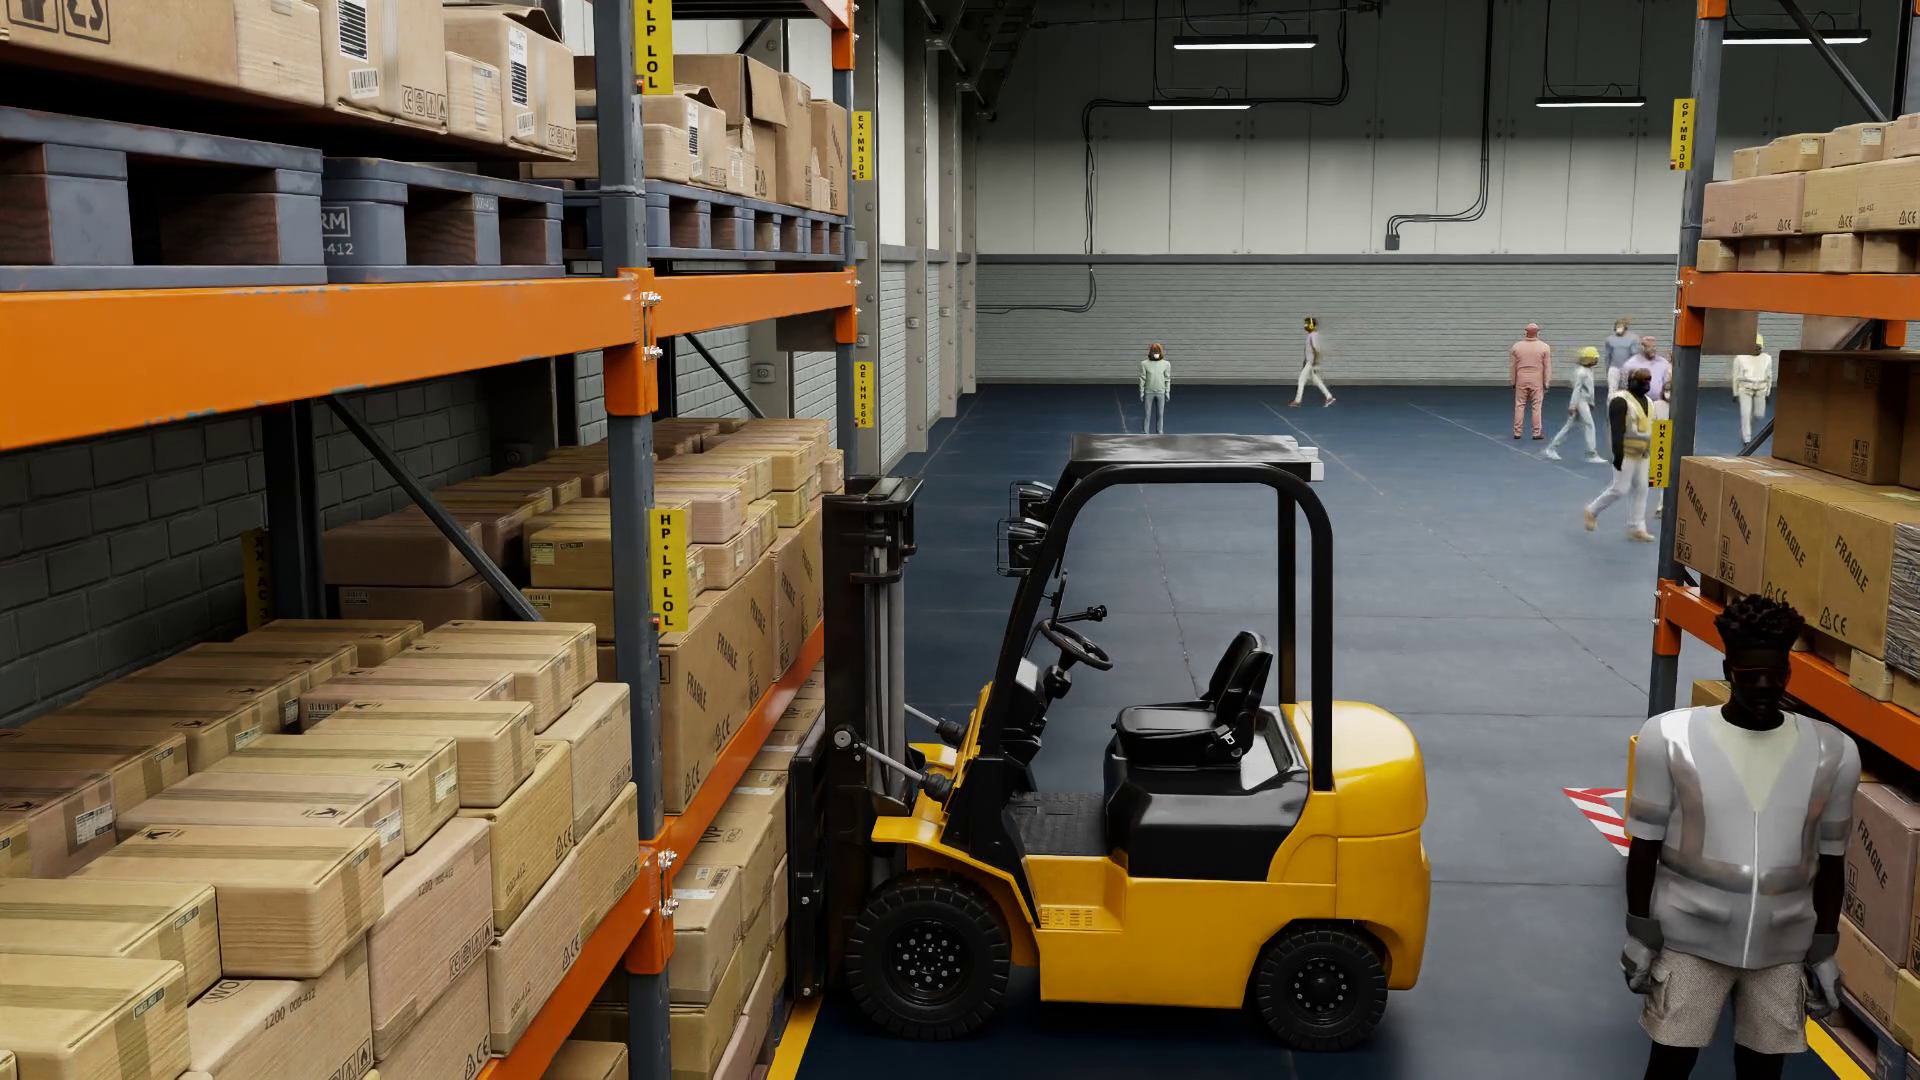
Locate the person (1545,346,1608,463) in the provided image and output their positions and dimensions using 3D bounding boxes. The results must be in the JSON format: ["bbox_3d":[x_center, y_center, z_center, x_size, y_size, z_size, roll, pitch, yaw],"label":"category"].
[{"bbox_3d":[9.040,-1.992,24.338,0.889,1.700,0.480,6,11,31],"label":"person"}]

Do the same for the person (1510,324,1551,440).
[{"bbox_3d":[9.407,-2.607,27.431,0.643,1.913,0.408,5,11,29],"label":"person"}]

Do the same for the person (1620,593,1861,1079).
[{"bbox_3d":[2.187,1.115,4.708,0.605,1.966,0.367,2,10,11],"label":"person"}]

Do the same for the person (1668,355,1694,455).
[{"bbox_3d":[10.836,-2.072,25.049,0.552,1.616,0.599,-2,10,-12],"label":"person"}]

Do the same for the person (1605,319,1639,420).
[{"bbox_3d":[12.415,-3.216,31.233,0.628,1.887,1.056,6,11,31],"label":"person"}]

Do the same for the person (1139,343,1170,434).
[{"bbox_3d":[3.109,-2.328,26.583,0.498,1.632,0.289,0,9,-3],"label":"person"}]

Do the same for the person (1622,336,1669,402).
[{"bbox_3d":[9.677,-1.951,23.534,0.650,1.885,0.769,-1,9,-5],"label":"person"}]

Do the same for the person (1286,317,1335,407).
[{"bbox_3d":[7.151,-3.600,33.726,0.961,1.840,0.526,1,9,7],"label":"person"}]

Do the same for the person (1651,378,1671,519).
[{"bbox_3d":[8.156,-1.068,19.062,0.825,1.600,0.482,-7,12,-38],"label":"person"}]

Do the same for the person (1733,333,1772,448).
[{"bbox_3d":[12.443,-2.345,26.144,0.595,1.817,0.512,1,9,7],"label":"person"}]

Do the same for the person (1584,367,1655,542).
[{"bbox_3d":[6.968,-0.906,17.401,0.640,1.824,0.704,-6,11,-31],"label":"person"}]
